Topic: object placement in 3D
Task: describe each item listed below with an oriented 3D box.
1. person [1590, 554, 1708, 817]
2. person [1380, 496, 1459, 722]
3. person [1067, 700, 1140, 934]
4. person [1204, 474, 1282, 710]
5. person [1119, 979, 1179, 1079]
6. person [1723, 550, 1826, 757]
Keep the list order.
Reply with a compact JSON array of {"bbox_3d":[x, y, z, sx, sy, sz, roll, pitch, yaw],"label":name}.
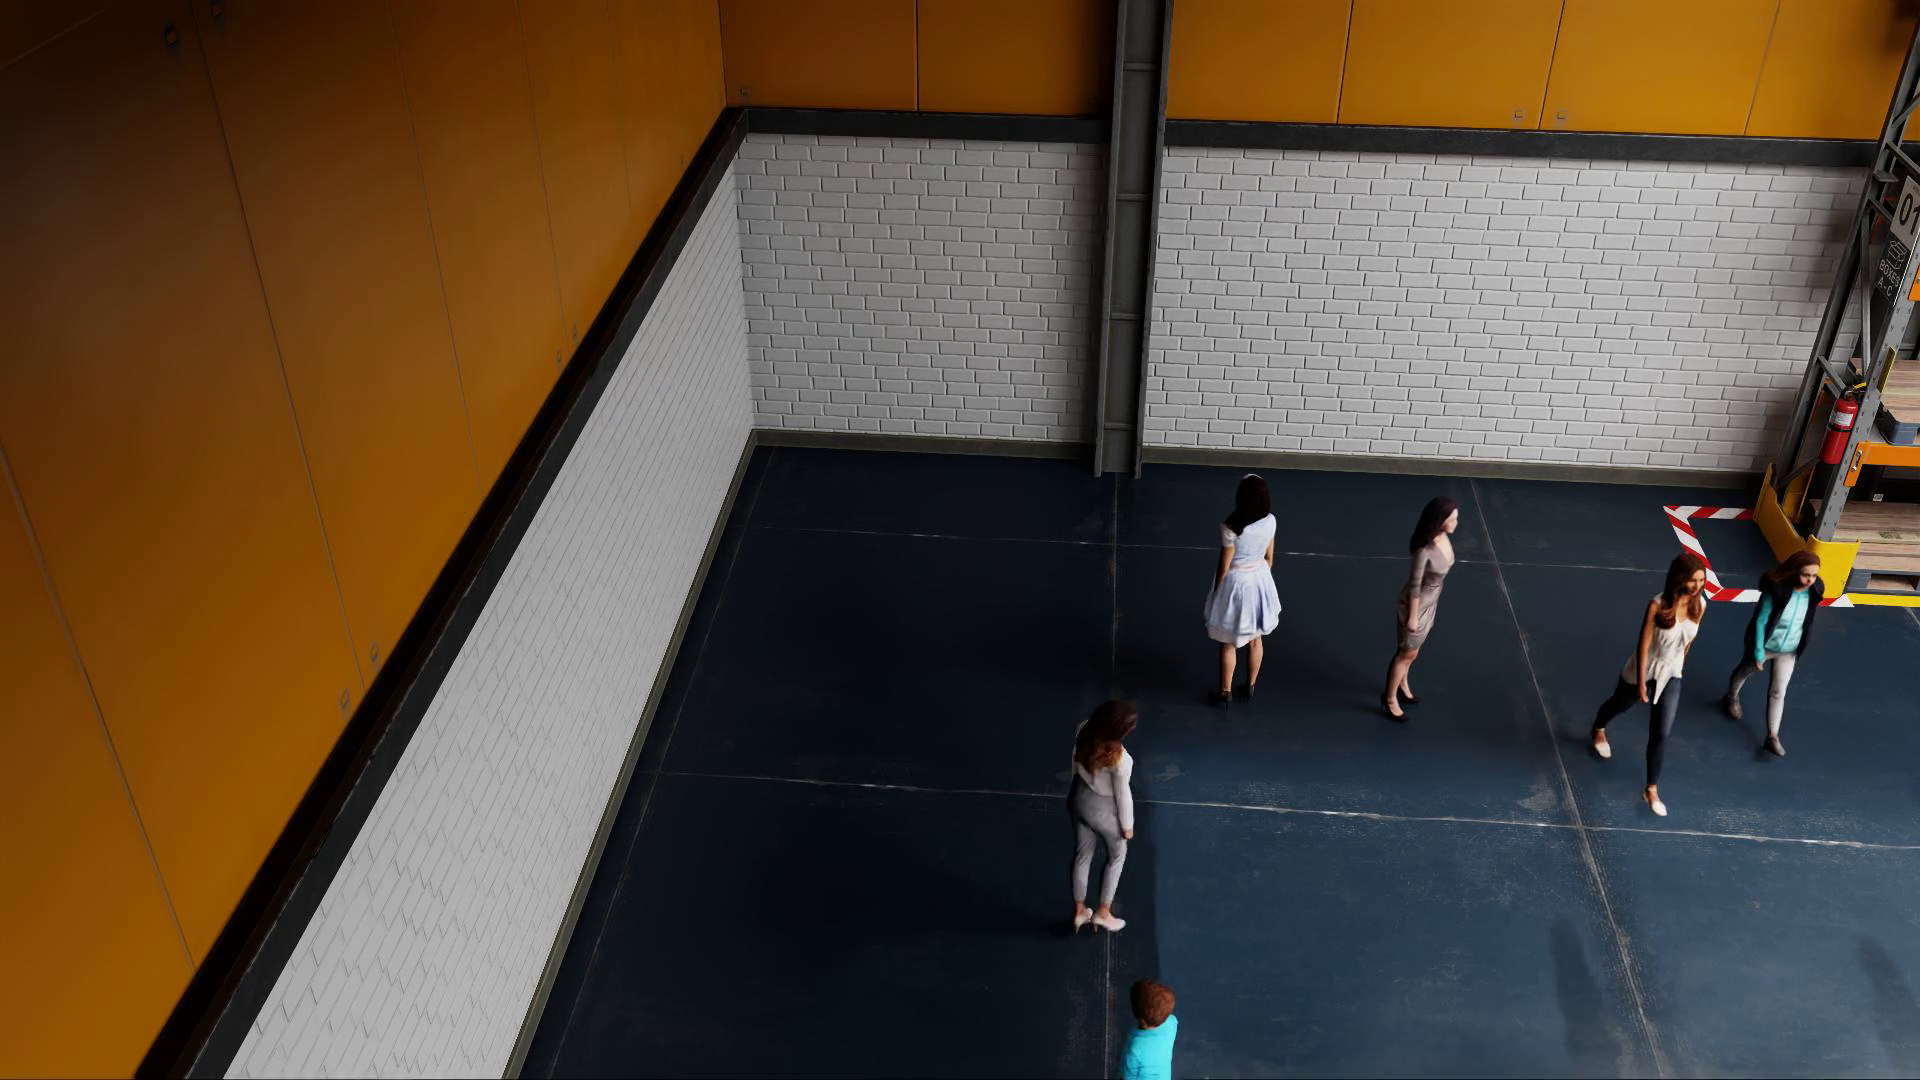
[{"bbox_3d":[4.350,0.803,10.584,1.081,1.743,0.780,-3,34,-5],"label":"person"},{"bbox_3d":[3.065,0.441,11.130,0.651,1.743,0.661,18,38,25],"label":"person"},{"bbox_3d":[0.780,1.552,9.458,0.682,1.742,0.755,21,39,29],"label":"person"},{"bbox_3d":[1.903,0.367,11.181,0.790,1.810,0.873,-10,35,-14],"label":"person"},{"bbox_3d":[0.925,2.683,8.030,0.750,1.440,0.814,-27,42,-34],"label":"person"},{"bbox_3d":[5.373,0.653,11.064,0.890,1.463,0.649,2,34,2],"label":"person"}]
